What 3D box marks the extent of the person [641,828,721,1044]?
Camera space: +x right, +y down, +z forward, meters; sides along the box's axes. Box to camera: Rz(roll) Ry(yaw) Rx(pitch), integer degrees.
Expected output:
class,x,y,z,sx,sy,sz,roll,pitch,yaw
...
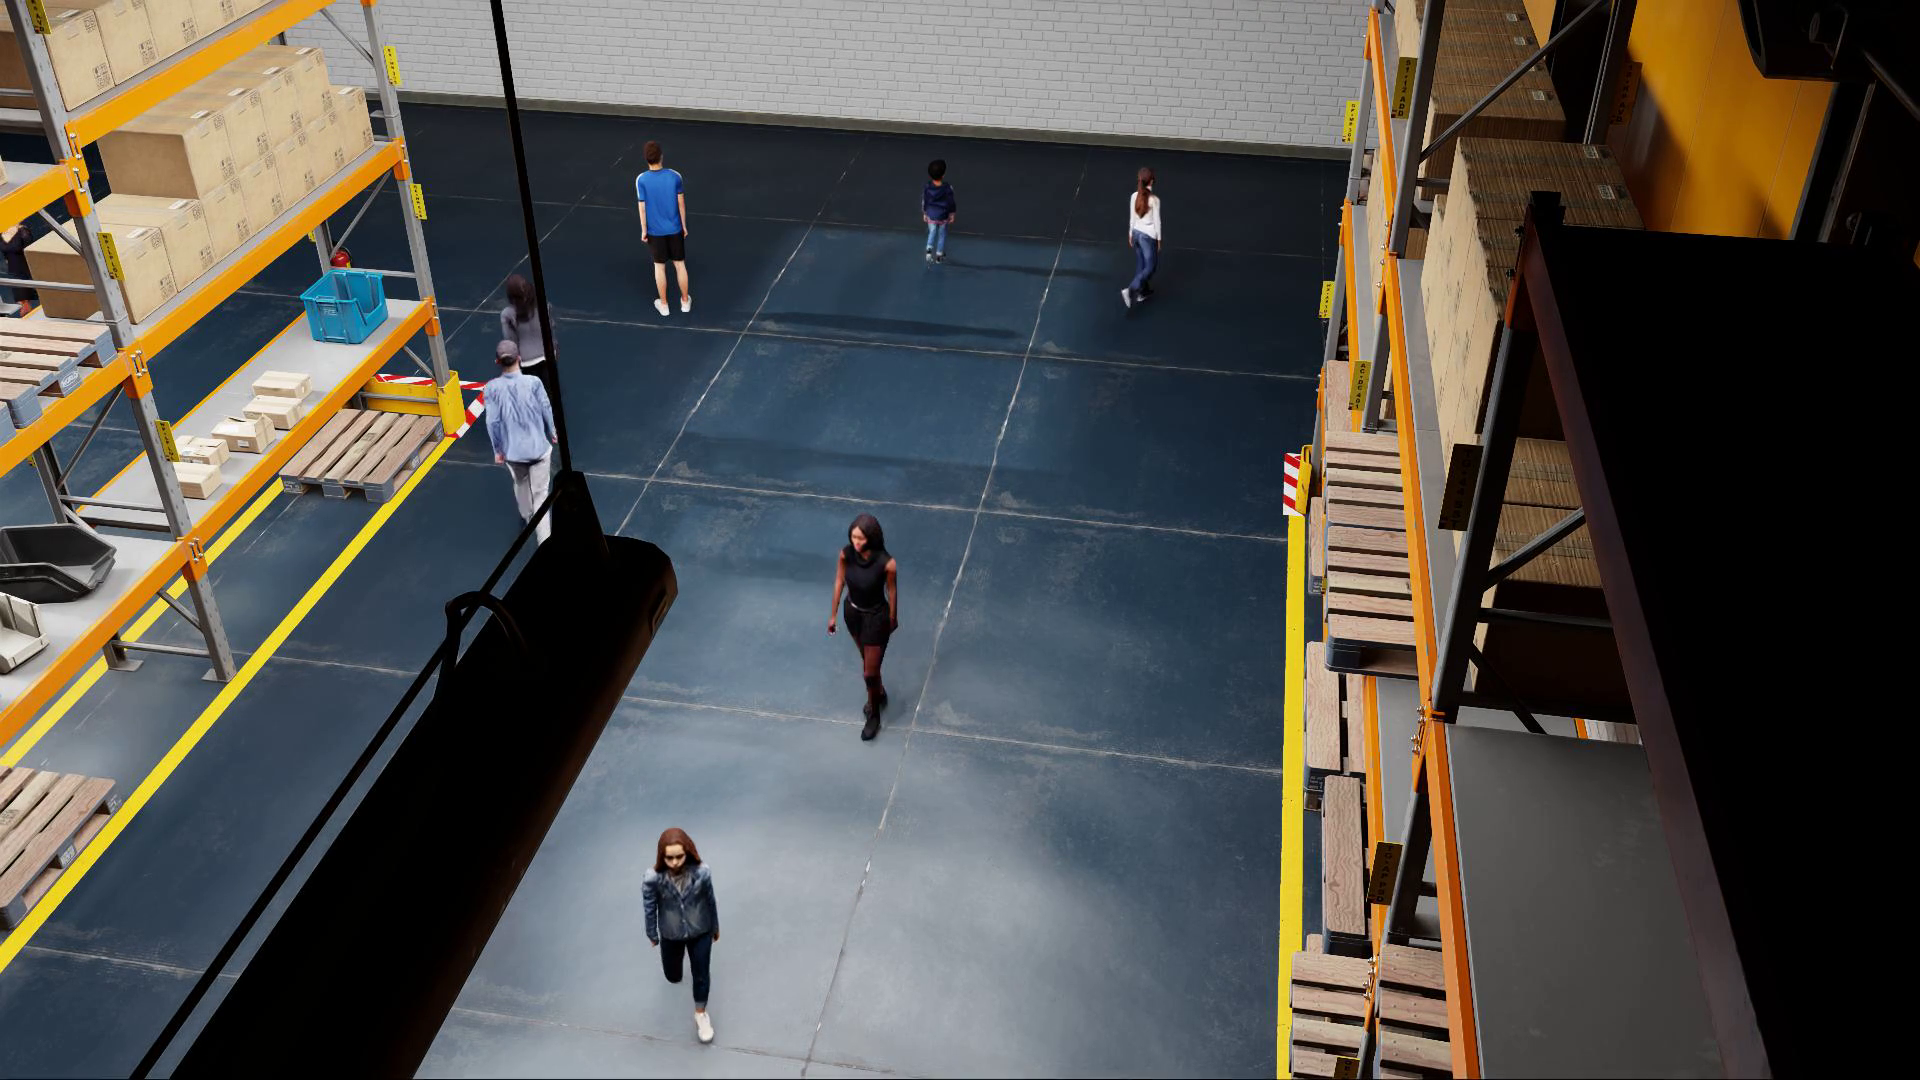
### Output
class,x,y,z,sx,sy,sz,roll,pitch,yaw
person,-1.590,2.193,9.556,0.768,1.464,0.902,-10,35,-14

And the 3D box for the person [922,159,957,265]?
class,x,y,z,sx,sy,sz,roll,pitch,yaw
person,-0.261,-3.640,18.559,0.563,1.214,0.627,11,35,15

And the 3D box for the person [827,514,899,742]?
class,x,y,z,sx,sy,sz,roll,pitch,yaw
person,-0.617,0.528,11.833,0.729,1.717,0.865,17,37,23

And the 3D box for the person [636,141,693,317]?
class,x,y,z,sx,sy,sz,roll,pitch,yaw
person,-3.098,-3.267,17.407,0.742,1.867,0.748,-10,35,-15

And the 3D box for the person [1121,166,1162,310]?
class,x,y,z,sx,sy,sz,roll,pitch,yaw
person,1.912,-3.162,17.541,0.809,1.543,0.995,24,41,32

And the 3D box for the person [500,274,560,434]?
class,x,y,z,sx,sy,sz,roll,pitch,yaw
person,-3.898,-1.663,15.254,0.811,1.579,0.855,-16,37,-22

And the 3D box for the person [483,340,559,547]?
class,x,y,z,sx,sy,sz,roll,pitch,yaw
person,-3.545,-0.713,13.571,0.841,1.860,1.046,-3,34,-4
